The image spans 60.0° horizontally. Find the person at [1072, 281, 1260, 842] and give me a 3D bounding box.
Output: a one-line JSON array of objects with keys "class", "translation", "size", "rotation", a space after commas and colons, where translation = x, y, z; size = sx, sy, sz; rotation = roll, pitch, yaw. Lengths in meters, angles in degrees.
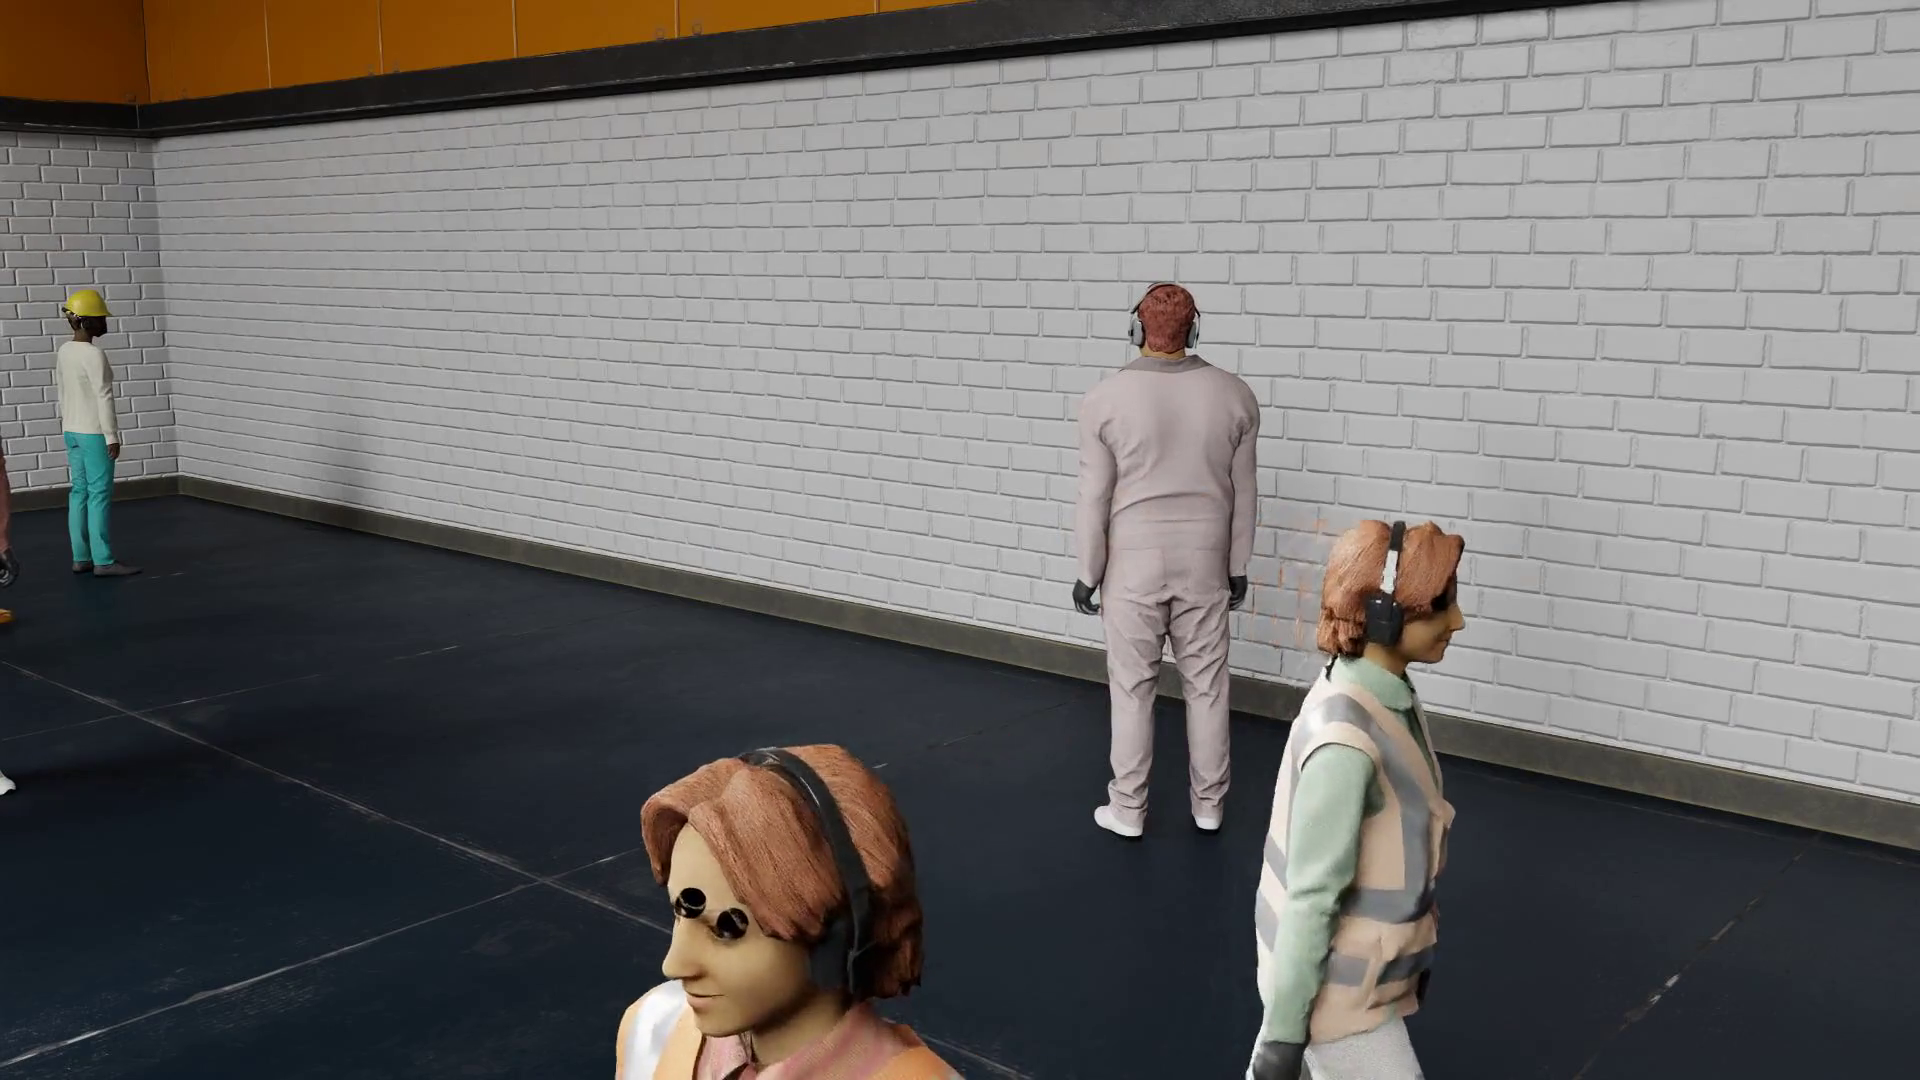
[{"class": "person", "translation": [0.692, 0.081, 5.696], "size": [0.636, 1.911, 0.404], "rotation": [-2, 10, -9]}]

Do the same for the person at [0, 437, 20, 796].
[{"class": "person", "translation": [-3.740, 0.030, 5.992], "size": [0.401, 1.910, 0.642], "rotation": [9, 14, 43]}]

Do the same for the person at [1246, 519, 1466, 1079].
[{"class": "person", "translation": [0.596, 0.738, 2.831], "size": [0.857, 1.596, 0.517], "rotation": [3, 10, 16]}]

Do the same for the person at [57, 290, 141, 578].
[{"class": "person", "translation": [-5.347, -0.653, 10.284], "size": [0.533, 1.767, 0.327], "rotation": [7, 12, 36]}]

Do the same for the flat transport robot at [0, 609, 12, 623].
[{"class": "flat transport robot", "translation": [-5.717, 0.417, 8.440], "size": [0.652, 0.197, 1.431], "rotation": [7, 12, 33]}]

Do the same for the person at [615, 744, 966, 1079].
[{"class": "person", "translation": [-0.106, 0.952, 1.556], "size": [0.689, 1.614, 0.526], "rotation": [-10, 14, -44]}]
